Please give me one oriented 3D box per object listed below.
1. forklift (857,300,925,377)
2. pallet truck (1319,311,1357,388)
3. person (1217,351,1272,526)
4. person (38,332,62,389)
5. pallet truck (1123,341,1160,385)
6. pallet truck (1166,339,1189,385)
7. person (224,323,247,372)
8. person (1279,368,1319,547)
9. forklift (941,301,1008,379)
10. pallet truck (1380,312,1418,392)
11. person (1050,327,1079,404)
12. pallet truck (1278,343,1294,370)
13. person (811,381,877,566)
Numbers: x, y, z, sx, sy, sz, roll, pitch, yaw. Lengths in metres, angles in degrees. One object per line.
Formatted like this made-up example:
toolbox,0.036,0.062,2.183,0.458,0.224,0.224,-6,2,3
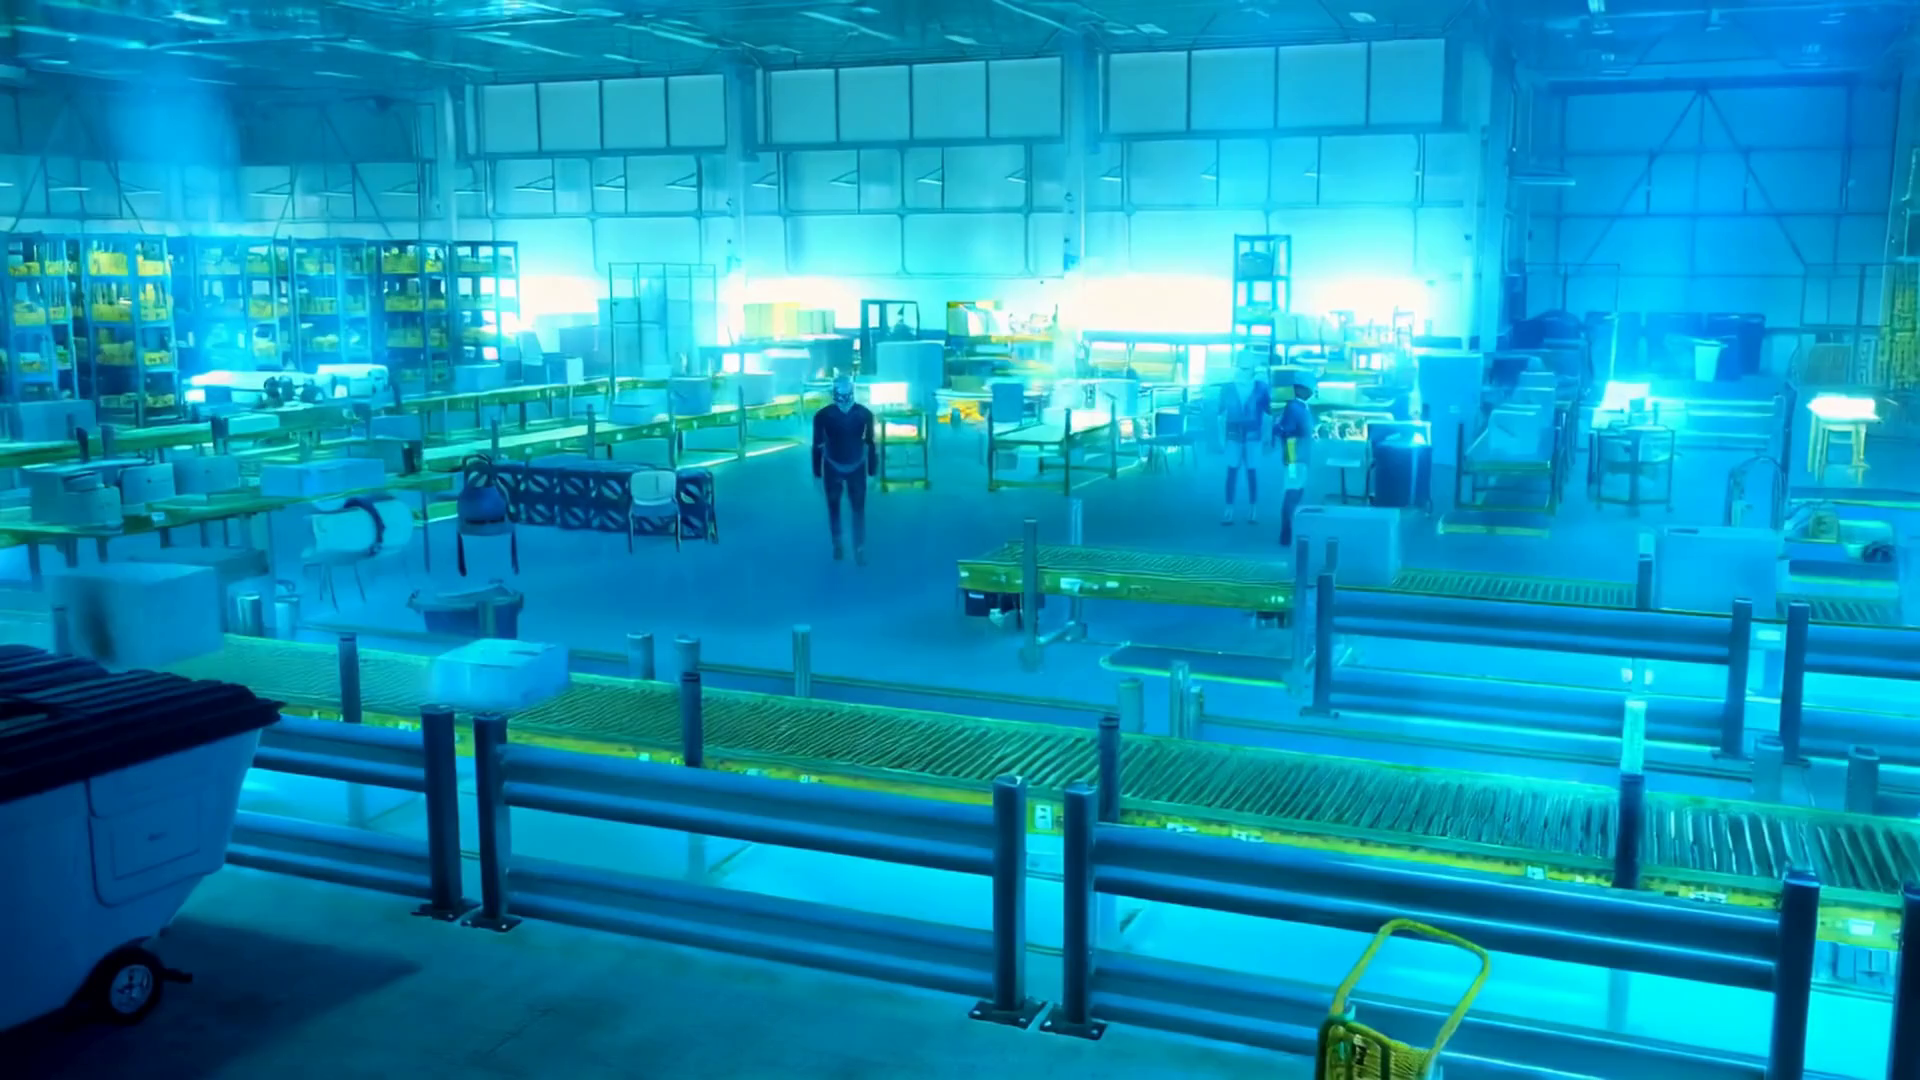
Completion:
forklift,-1.732,-5.109,42.468,1.157,1.987,2.680,4,10,22
pallet truck,9.071,-4.419,39.190,0.823,1.965,1.885,5,10,26
person,3.308,-1.176,19.404,0.616,2.040,0.382,2,10,14
person,-17.597,-3.165,32.191,0.842,1.794,0.618,4,10,25
pallet truck,4.445,-4.380,41.279,0.680,1.201,1.601,4,10,22
pallet truck,5.418,-4.269,40.420,0.704,1.261,1.522,3,10,20
person,-16.080,-4.048,37.000,0.437,1.974,0.648,4,10,25
person,3.674,-0.885,17.963,0.375,1.933,0.550,5,11,28
forklift,0.365,-4.966,41.571,1.157,1.987,2.680,3,10,20
pallet truck,10.207,-4.283,38.369,0.823,1.965,1.885,3,10,20
person,2.347,-3.706,35.745,0.927,1.729,0.532,-2,10,-11
pallet truck,7.886,-4.163,39.743,0.653,1.274,1.630,4,10,22
person,-1.165,-0.665,16.852,0.671,1.863,0.958,-1,9,-6
